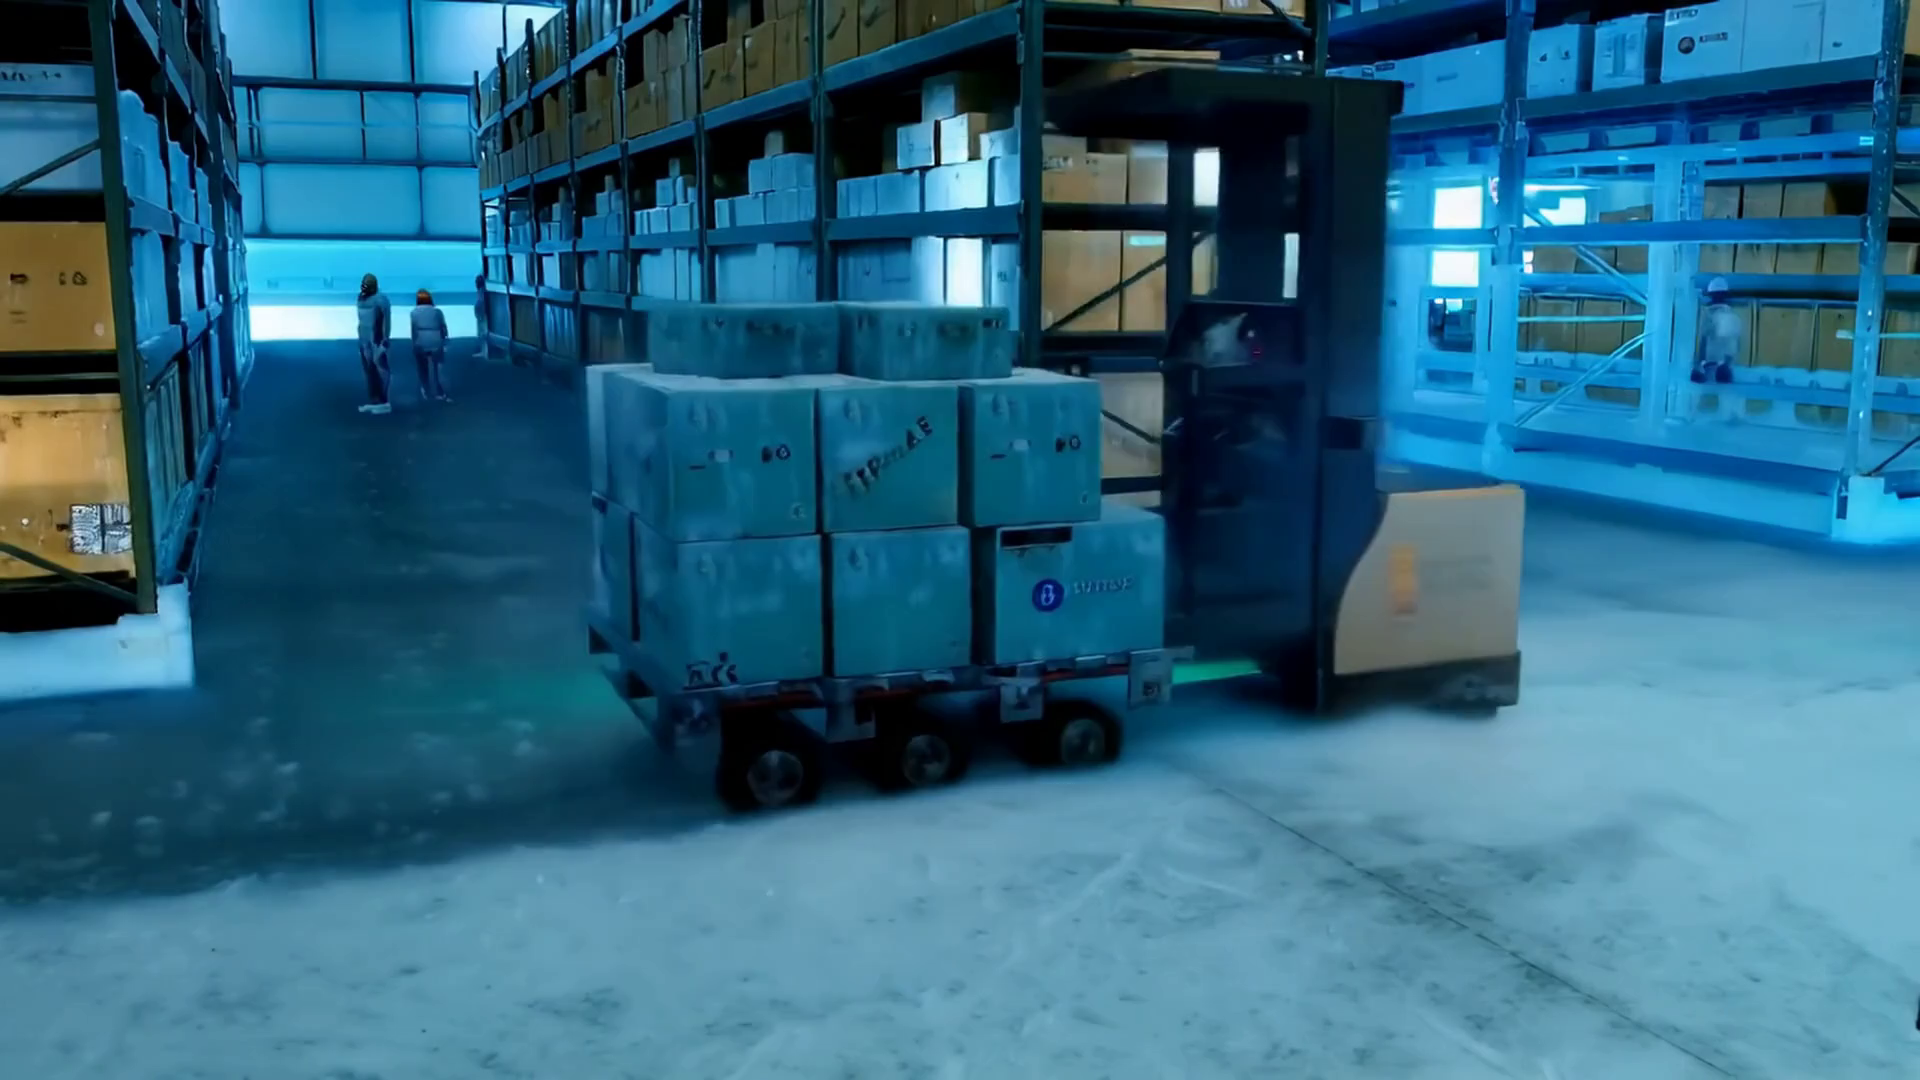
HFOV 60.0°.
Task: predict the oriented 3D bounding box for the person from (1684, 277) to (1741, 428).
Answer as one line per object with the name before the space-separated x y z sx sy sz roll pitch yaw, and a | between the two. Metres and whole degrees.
person | 9.191 -2.240 20.231 0.549 1.901 0.962 -2 10 -10

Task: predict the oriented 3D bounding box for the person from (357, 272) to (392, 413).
person | -8.123 -2.729 23.028 0.631 1.940 0.372 6 11 34

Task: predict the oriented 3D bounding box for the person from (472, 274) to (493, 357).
person | -10.390 -4.934 36.585 0.694 1.823 0.631 -3 10 -19

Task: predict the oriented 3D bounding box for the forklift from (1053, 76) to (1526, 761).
forklift | 1.513 -0.597 7.441 1.873 2.768 1.129 -4 10 -23

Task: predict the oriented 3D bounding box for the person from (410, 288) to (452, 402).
person | -7.879 -2.895 24.743 0.568 1.705 0.679 -2 10 -12
